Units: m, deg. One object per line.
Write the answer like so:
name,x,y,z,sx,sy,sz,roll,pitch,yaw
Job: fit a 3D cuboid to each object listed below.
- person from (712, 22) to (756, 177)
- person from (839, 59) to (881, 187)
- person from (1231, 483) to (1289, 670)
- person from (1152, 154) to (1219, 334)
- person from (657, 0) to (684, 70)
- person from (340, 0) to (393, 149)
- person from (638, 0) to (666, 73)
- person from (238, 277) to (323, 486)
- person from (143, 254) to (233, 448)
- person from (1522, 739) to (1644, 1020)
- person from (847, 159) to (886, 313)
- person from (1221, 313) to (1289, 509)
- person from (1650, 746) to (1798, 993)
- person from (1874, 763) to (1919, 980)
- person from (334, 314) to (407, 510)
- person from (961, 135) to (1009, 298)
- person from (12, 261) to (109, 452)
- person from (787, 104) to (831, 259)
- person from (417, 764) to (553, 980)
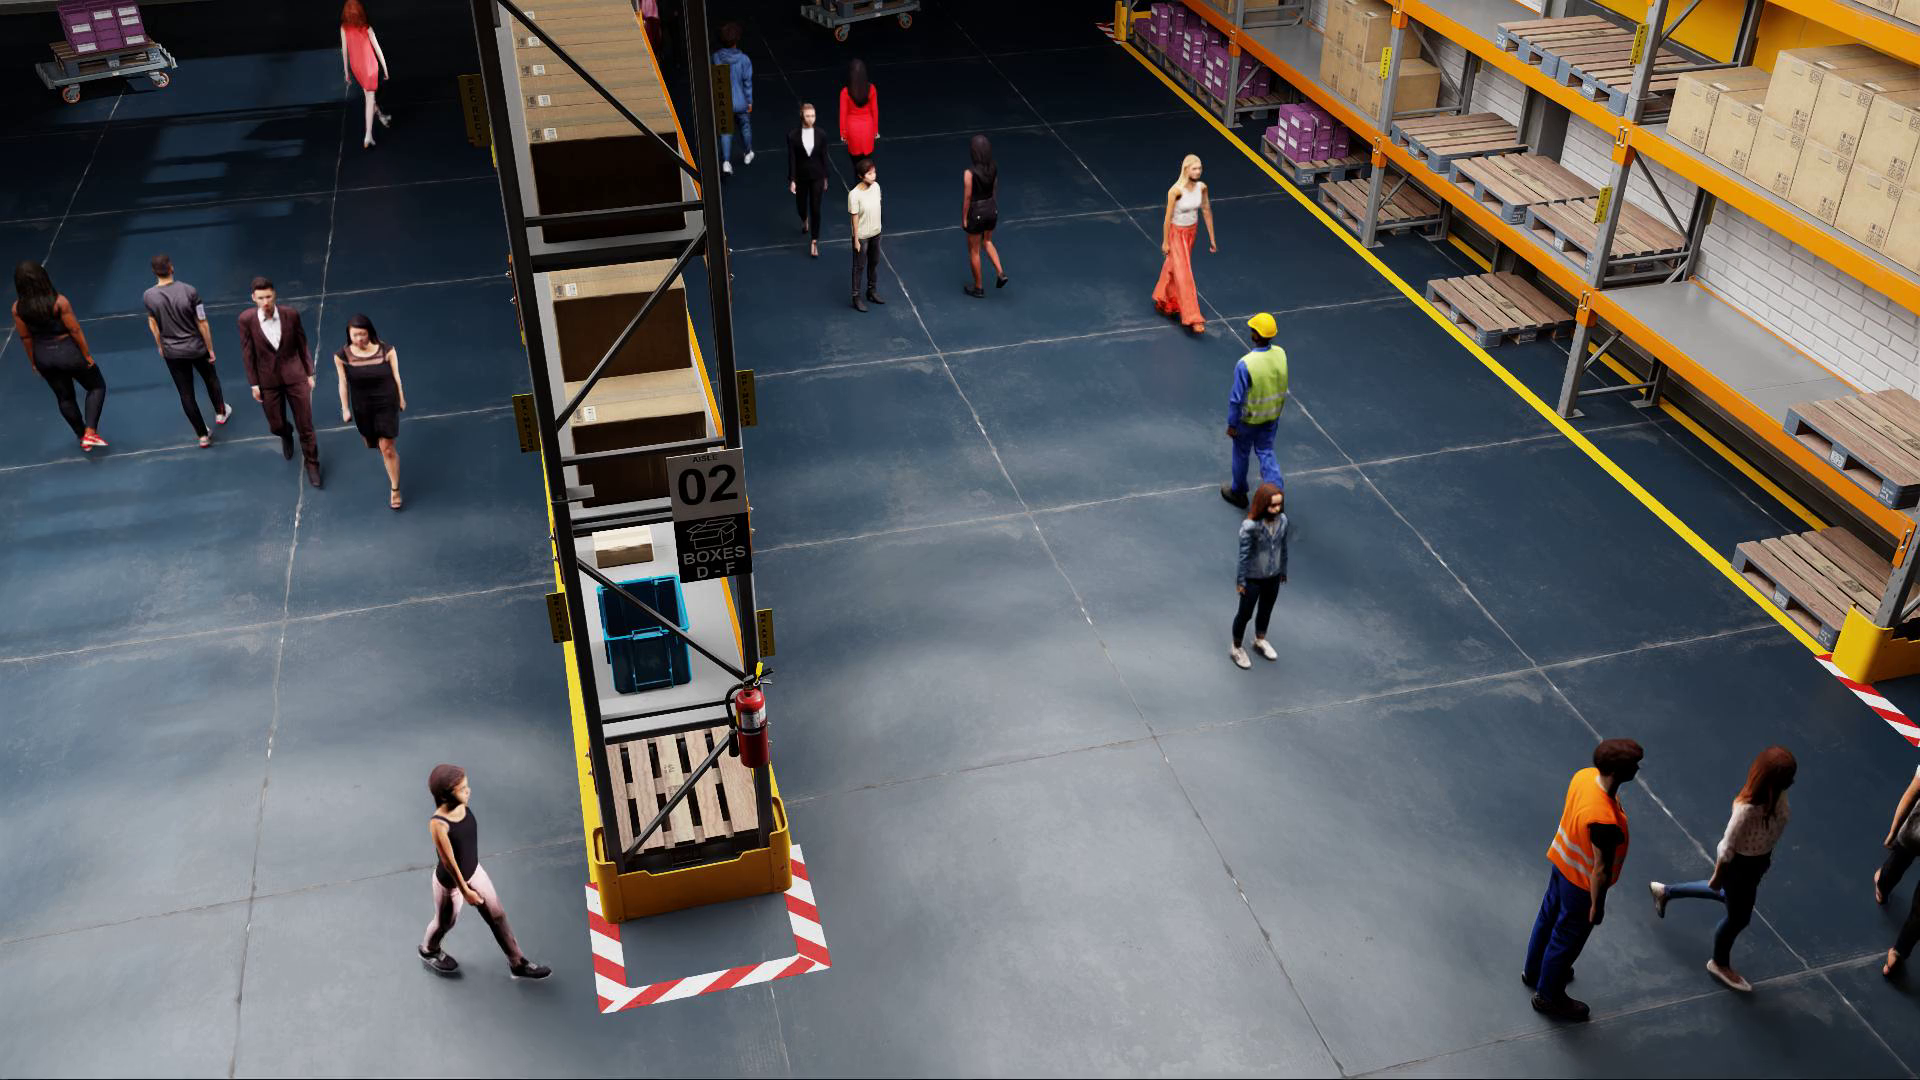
person,-2.752,-5.253,19.941,0.931,1.789,1.221,2,34,3
person,-1.115,-4.616,19.029,0.664,1.738,0.803,-12,36,-18
person,2.156,0.231,11.975,0.620,1.475,0.563,-16,37,-22
person,2.155,-3.012,16.591,0.898,1.765,1.241,-23,40,-30
person,-4.195,-7.453,23.283,0.790,1.754,0.908,6,34,9
person,-7.442,-5.777,20.745,0.897,1.773,1.236,3,34,4
person,-4.448,-7.318,23.198,0.712,1.623,0.724,-17,37,-23
person,-5.747,-1.386,14.064,0.777,1.854,1.008,-14,36,-20
person,-6.771,-1.611,14.502,0.670,1.745,0.854,-12,35,-17
person,3.424,1.841,9.178,0.809,1.889,0.666,1,34,1
person,-0.958,-3.108,16.900,0.665,1.583,0.652,26,41,33
person,2.454,-0.992,13.519,0.769,1.803,0.970,-15,36,-21
person,4.354,1.784,9.428,0.844,1.707,1.048,-26,41,-33
person,5.511,1.750,9.401,1.055,1.794,1.115,17,37,24
person,-4.860,-1.113,13.804,0.673,1.689,1.008,-8,34,-11
person,0.280,-3.278,17.025,0.784,1.728,0.869,-28,42,-35
person,-7.756,-1.528,14.323,0.730,1.806,0.747,-5,34,-7
person,-1.657,-3.923,18.033,0.642,1.687,0.834,-7,34,-10
person,-2.900,1.915,9.402,0.966,1.519,1.039,11,35,15
